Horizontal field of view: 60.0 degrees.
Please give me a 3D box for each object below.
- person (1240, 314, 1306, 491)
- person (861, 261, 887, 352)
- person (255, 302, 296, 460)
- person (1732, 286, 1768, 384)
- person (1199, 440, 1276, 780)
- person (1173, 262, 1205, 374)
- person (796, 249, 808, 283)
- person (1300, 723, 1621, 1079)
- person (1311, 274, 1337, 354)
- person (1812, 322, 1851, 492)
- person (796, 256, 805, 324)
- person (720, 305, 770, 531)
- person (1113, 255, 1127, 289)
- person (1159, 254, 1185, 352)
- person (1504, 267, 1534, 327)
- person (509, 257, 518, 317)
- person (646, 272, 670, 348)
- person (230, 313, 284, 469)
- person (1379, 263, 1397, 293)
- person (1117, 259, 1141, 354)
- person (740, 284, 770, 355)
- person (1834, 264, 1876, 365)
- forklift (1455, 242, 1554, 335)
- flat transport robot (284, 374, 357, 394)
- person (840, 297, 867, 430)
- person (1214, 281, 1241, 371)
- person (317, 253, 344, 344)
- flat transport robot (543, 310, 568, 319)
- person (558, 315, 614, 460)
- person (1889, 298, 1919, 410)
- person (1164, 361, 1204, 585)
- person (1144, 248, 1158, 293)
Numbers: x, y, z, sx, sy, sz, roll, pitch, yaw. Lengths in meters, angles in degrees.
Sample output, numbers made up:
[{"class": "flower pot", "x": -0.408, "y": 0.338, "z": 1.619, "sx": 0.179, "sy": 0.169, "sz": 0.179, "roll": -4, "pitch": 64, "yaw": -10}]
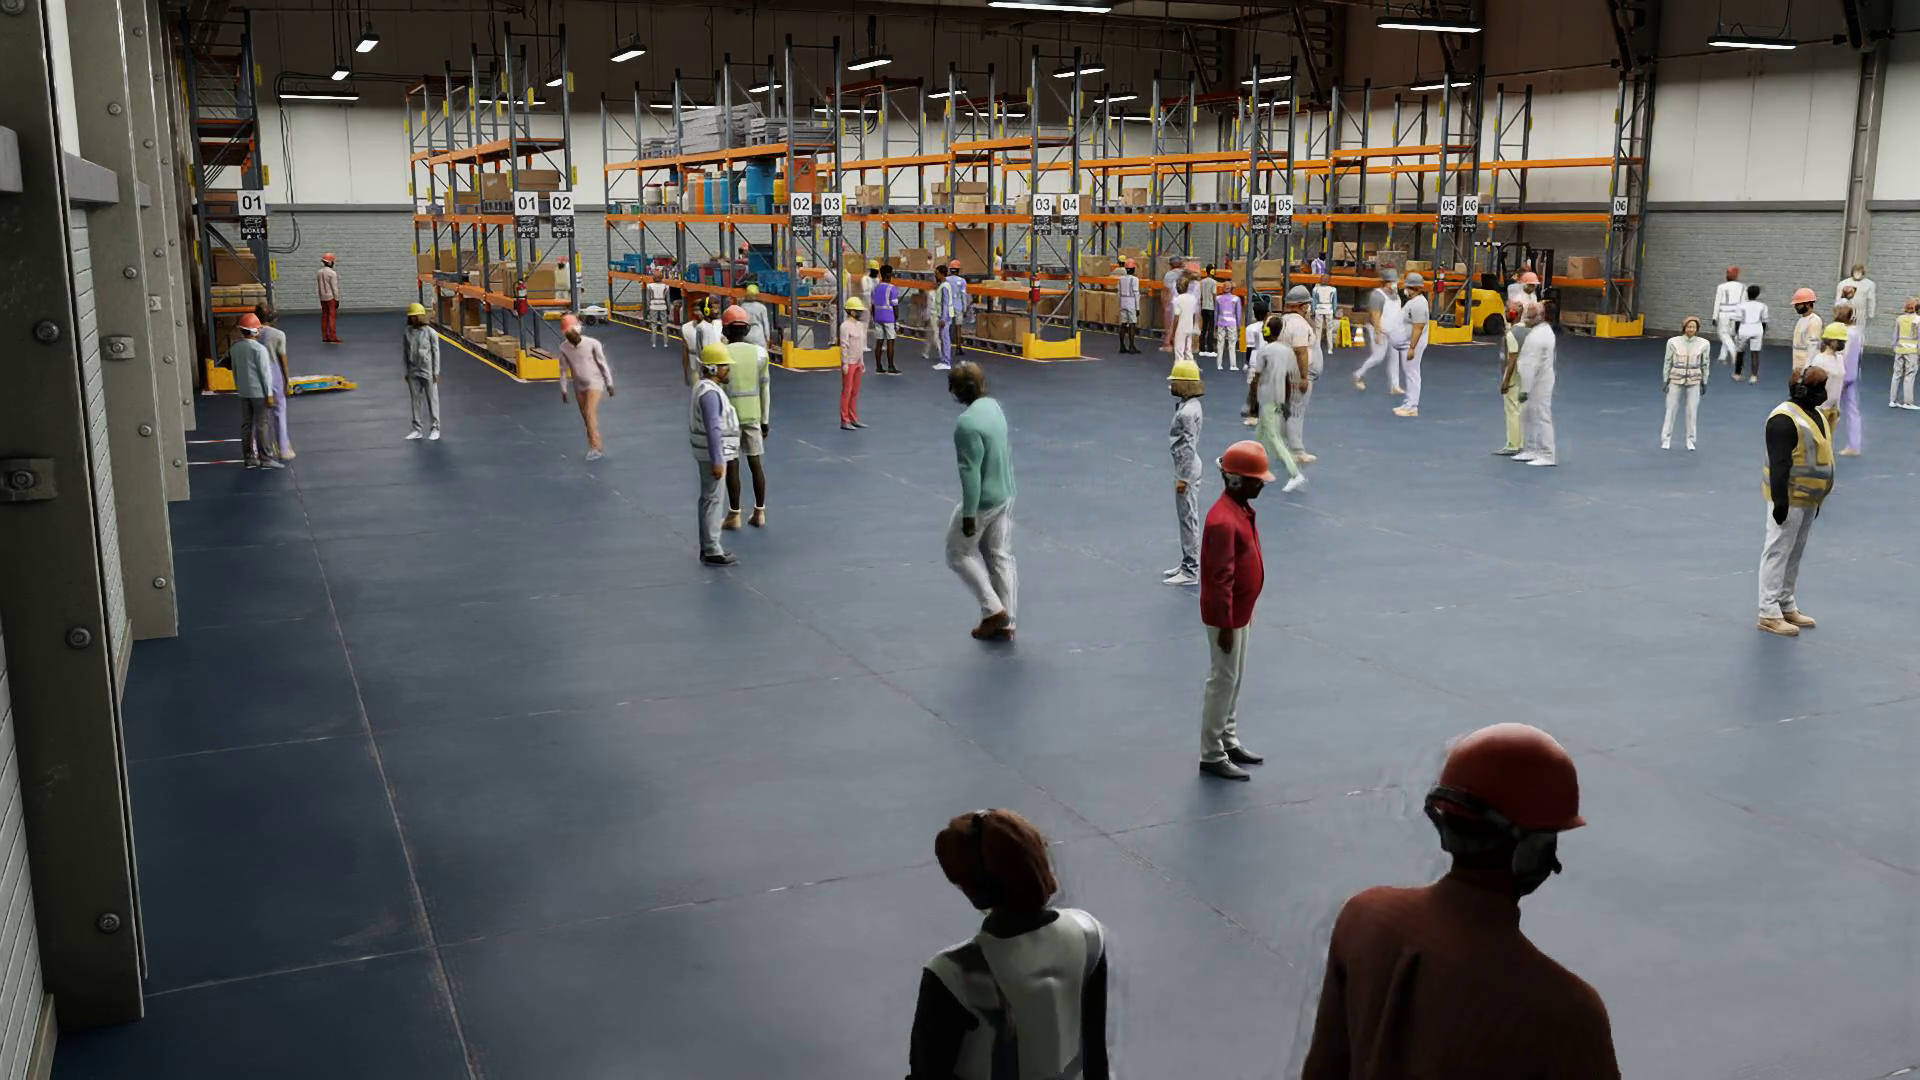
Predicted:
[{"class": "person", "x": 3.267, "y": -1.435, "z": 17.369, "sx": 0.923, "sy": 1.833, "sz": 0.514, "roll": 10, "pitch": 15, "yaw": 42}, {"class": "person", "x": -1.753, "y": -4.827, "z": 34.446, "sx": 0.897, "sy": 1.882, "sz": 0.584, "roll": 10, "pitch": 15, "yaw": 41}, {"class": "person", "x": -8.081, "y": -1.850, "z": 19.438, "sx": 0.522, "sy": 1.843, "sz": 0.326, "roll": 1, "pitch": 11, "yaw": 6}, {"class": "person", "x": 13.380, "y": -3.472, "z": 28.163, "sx": 0.542, "sy": 1.649, "sz": 0.872, "roll": 2, "pitch": 11, "yaw": 11}, {"class": "person", "x": 1.413, "y": 0.352, "z": 8.508, "sx": 0.356, "sy": 1.742, "sz": 0.574, "roll": 4, "pitch": 12, "yaw": 19}, {"class": "person", "x": 4.118, "y": -3.958, "z": 29.750, "sx": 0.684, "sy": 1.990, "sz": 0.885, "roll": -6, "pitch": 13, "yaw": -29}, {"class": "person", "x": -5.063, "y": -8.280, "z": 52.384, "sx": 0.573, "sy": 1.739, "sz": 0.349, "roll": -2, "pitch": 11, "yaw": -12}, {"class": "person", "x": 0.988, "y": 1.303, "z": 3.150, "sx": 0.898, "sy": 1.945, "sz": 0.616, "roll": -5, "pitch": 12, "yaw": -24}, {"class": "person", "x": 7.431, "y": -4.608, "z": 33.970, "sx": 0.514, "sy": 1.642, "sz": 0.314, "roll": 2, "pitch": 11, "yaw": 10}, {"class": "person", "x": 8.917, "y": -1.350, "z": 17.101, "sx": 0.533, "sy": 1.765, "sz": 0.331, "roll": -8, "pitch": 14, "yaw": -36}, {"class": "person", "x": -4.194, "y": -6.475, "z": 43.172, "sx": 0.351, "sy": 1.759, "sz": 0.523, "roll": -2, "pitch": 11, "yaw": -11}, {"class": "person", "x": -2.029, "y": -1.110, "z": 15.166, "sx": 0.611, "sy": 2.042, "sz": 0.395, "roll": -7, "pitch": 13, "yaw": -33}, {"class": "person", "x": 4.218, "y": -6.543, "z": 43.484, "sx": 0.314, "sy": 1.769, "sz": 0.524, "roll": -8, "pitch": 14, "yaw": -36}, {"class": "person", "x": 4.457, "y": -4.957, "z": 34.721, "sx": 0.686, "sy": 2.000, "sz": 0.535, "roll": -9, "pitch": 14, "yaw": -37}, {"class": "person", "x": 10.516, "y": -4.188, "z": 31.265, "sx": 0.534, "sy": 1.864, "sz": 0.310, "roll": 2, "pitch": 11, "yaw": 12}, {"class": "person", "x": -12.283, "y": -7.037, "z": 45.995, "sx": 0.310, "sy": 1.768, "sz": 0.533, "roll": -5, "pitch": 12, "yaw": -24}, {"class": "person", "x": -6.451, "y": -4.922, "z": 35.594, "sx": 0.509, "sy": 1.629, "sz": 0.315, "roll": -3, "pitch": 12, "yaw": -17}, {"class": "person", "x": -7.945, "y": -1.675, "z": 18.762, "sx": 0.565, "sy": 1.755, "sz": 0.322, "roll": 6, "pitch": 13, "yaw": 28}, {"class": "person", "x": 8.890, "y": -4.825, "z": 34.584, "sx": 0.393, "sy": 1.836, "sz": 0.561, "roll": -2, "pitch": 11, "yaw": -12}, {"class": "person", "x": 3.482, "y": -4.790, "z": 34.126, "sx": 0.350, "sy": 1.942, "sz": 0.547, "roll": -10, "pitch": 15, "yaw": -43}, {"class": "person", "x": -3.354, "y": -3.303, "z": 27.106, "sx": 0.502, "sy": 1.725, "sz": 0.518, "roll": 3, "pitch": 12, "yaw": 15}, {"class": "person", "x": 16.966, "y": -4.270, "z": 31.538, "sx": 0.698, "sy": 1.927, "sz": 0.399, "roll": 5, "pitch": 12, "yaw": 24}, {"class": "forklift", "x": 13.047, "y": -6.049, "z": 39.881, "sx": 2.313, "sy": 2.155, "sz": 1.214, "roll": -5, "pitch": 12, "yaw": -23}, {"class": "flat transport robot", "x": -10.556, "y": -2.514, "z": 26.820, "sx": 0.652, "sy": 0.197, "sz": 1.431, "roll": 9, "pitch": 14, "yaw": 38}, {"class": "person", "x": -1.413, "y": -2.355, "z": 22.199, "sx": 0.321, "sy": 1.767, "sz": 0.533, "roll": 5, "pitch": 12, "yaw": 24}, {"class": "person", "x": 4.892, "y": -3.915, "z": 30.455, "sx": 0.515, "sy": 1.638, "sz": 0.315, "roll": 6, "pitch": 13, "yaw": 30}, {"class": "person", "x": -13.925, "y": -5.328, "z": 36.751, "sx": 0.625, "sy": 1.991, "sz": 0.404, "roll": 7, "pitch": 13, "yaw": 33}, {"class": "flat transport robot", "x": -11.002, "y": -6.152, "z": 45.310, "sx": 0.652, "sy": 0.197, "sz": 1.431, "roll": -2, "pitch": 11, "yaw": -11}, {"class": "person", "x": -4.417, "y": -1.795, "z": 19.541, "sx": 0.584, "sy": 1.687, "sz": 0.733, "roll": 4, "pitch": 12, "yaw": 19}, {"class": "person", "x": 13.961, "y": -2.740, "z": 24.480, "sx": 0.308, "sy": 1.639, "sz": 0.523, "roll": -3, "pitch": 12, "yaw": -16}, {"class": "person", "x": 1.735, "y": -0.524, "z": 12.950, "sx": 0.296, "sy": 1.743, "sz": 0.492, "roll": 2, "pitch": 11, "yaw": 9}, {"class": "person", "x": 4.862, "y": -6.460, "z": 42.353, "sx": 0.369, "sy": 2.045, "sz": 0.608, "roll": -3, "pitch": 11, "yaw": -13}]
